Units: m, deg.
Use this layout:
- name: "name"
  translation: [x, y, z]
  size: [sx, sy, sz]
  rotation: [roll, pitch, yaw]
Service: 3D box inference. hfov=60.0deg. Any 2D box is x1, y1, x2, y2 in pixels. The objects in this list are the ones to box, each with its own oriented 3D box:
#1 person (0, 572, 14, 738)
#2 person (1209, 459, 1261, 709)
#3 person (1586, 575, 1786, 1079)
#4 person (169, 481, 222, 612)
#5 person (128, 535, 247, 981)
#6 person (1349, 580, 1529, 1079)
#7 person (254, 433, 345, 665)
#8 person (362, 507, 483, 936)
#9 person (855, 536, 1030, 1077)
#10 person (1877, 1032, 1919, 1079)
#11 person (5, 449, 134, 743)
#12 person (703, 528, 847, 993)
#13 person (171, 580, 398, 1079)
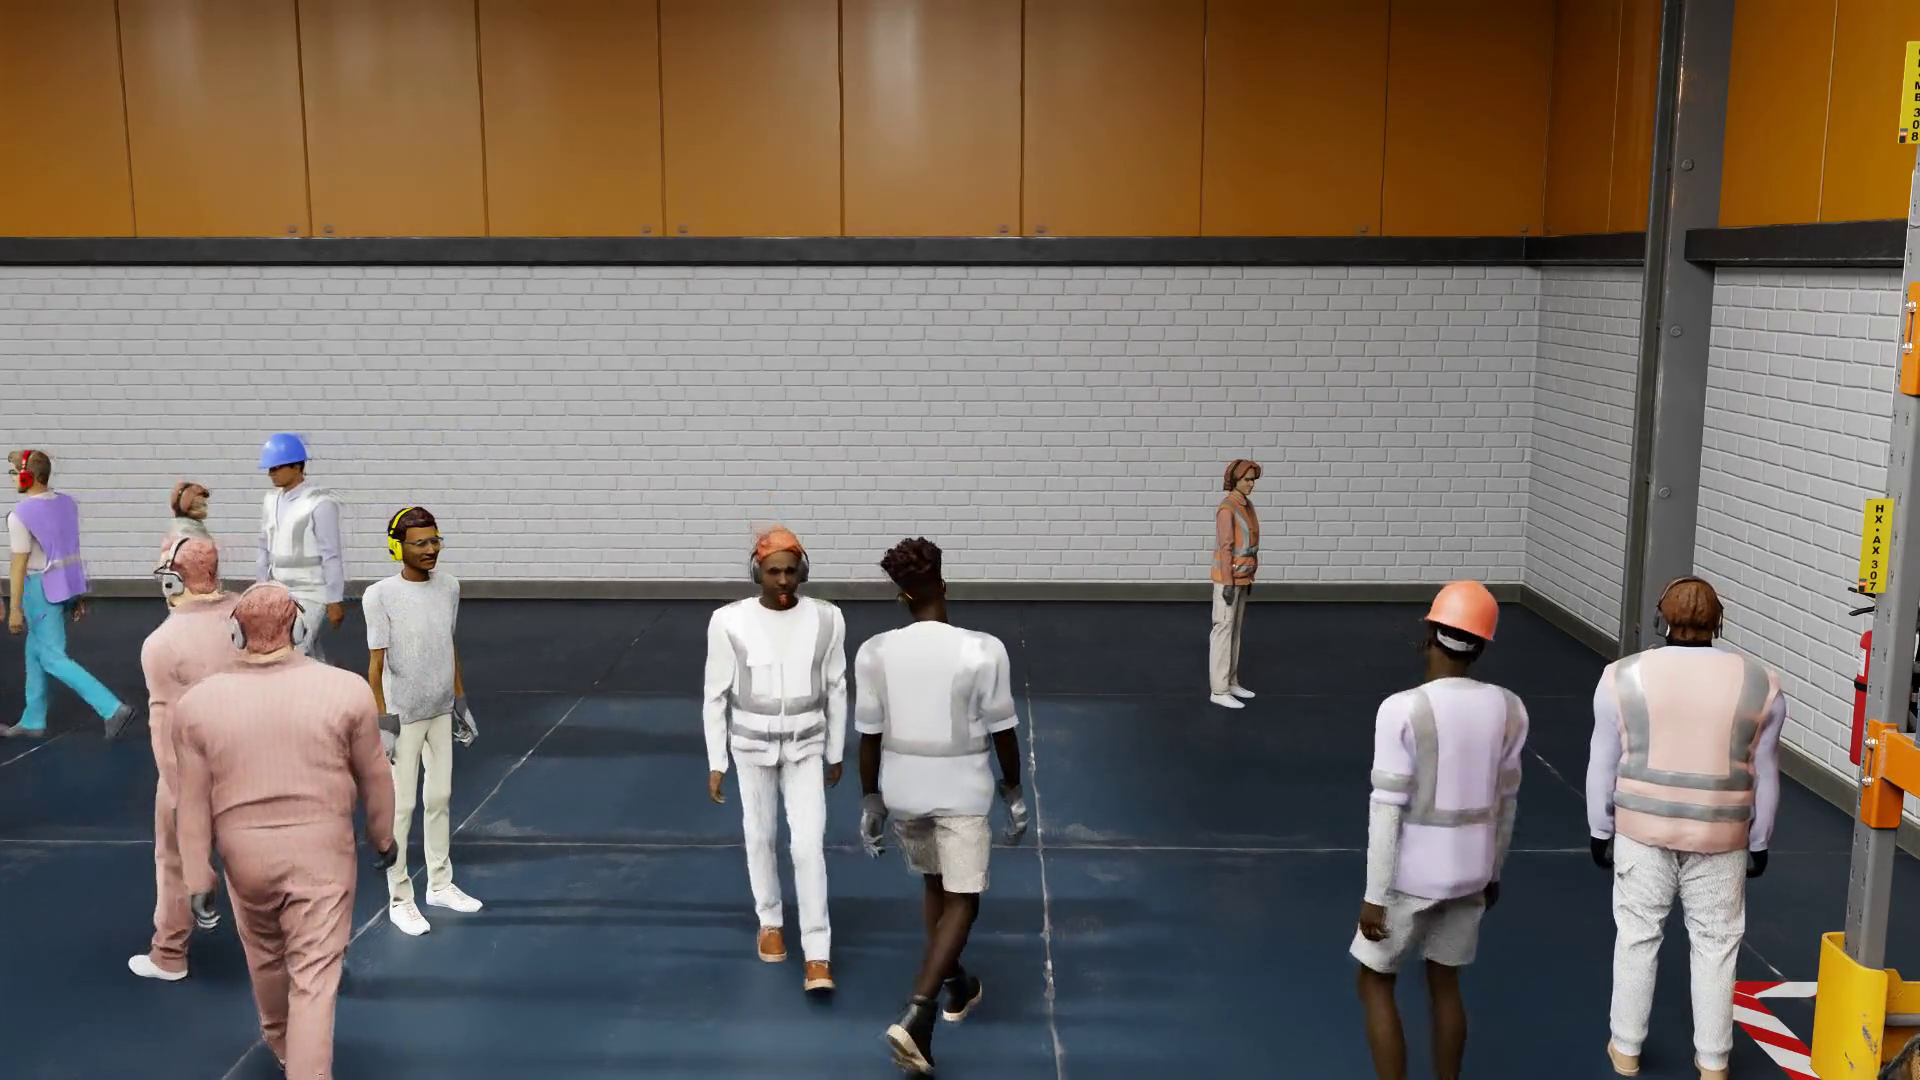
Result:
- name: "person"
  translation: [-6.039, 0.342, 10.245]
  size: [0.533, 1.767, 0.326]
  rotation: [6, 11, 33]
- name: "person"
  translation: [1.818, 0.279, 11.015]
  size: [0.314, 1.636, 0.515]
  rotation: [5, 10, 25]
- name: "person"
  translation: [2.550, 1.035, 5.909]
  size: [0.628, 1.838, 0.429]
  rotation: [4, 10, 21]
- name: "person"
  translation: [-4.682, 0.426, 10.219]
  size: [0.366, 1.610, 0.594]
  rotation: [-3, 10, -17]
- name: "person"
  translation: [-2.927, 0.899, 6.638]
  size: [0.966, 1.865, 0.644]
  rotation: [5, 11, 28]
- name: "person"
  translation: [1.532, 1.087, 5.396]
  size: [0.678, 1.895, 0.479]
  rotation: [-3, 10, -20]
- name: "person"
  translation: [-3.956, 0.328, 9.845]
  size: [0.626, 1.922, 0.579]
  rotation: [8, 12, 39]
- name: "person"
  translation: [-2.360, 0.776, 7.334]
  size: [0.329, 1.873, 0.515]
  rotation: [6, 11, 32]
- name: "person"
  translation: [-0.112, 0.956, 6.116]
  size: [0.636, 1.921, 0.875]
  rotation: [4, 10, 23]
- name: "person"
  translation: [1.442, 1.591, 2.549]
  size: [0.506, 1.839, 0.351]
  rotation: [4, 10, 21]
- name: "person"
  translation: [-5.478, 0.348, 10.074]
  size: [0.865, 1.816, 0.576]
  rotation: [0, 9, 1]
- name: "person"
  translation: [-0.723, 0.892, 6.697]
  size: [0.593, 1.847, 0.883]
  rotation: [-2, 10, -12]
- name: "person"
  translation: [-2.272, 1.060, 5.680]
  size: [0.653, 1.854, 0.979]
  rotation: [-2, 10, -9]
